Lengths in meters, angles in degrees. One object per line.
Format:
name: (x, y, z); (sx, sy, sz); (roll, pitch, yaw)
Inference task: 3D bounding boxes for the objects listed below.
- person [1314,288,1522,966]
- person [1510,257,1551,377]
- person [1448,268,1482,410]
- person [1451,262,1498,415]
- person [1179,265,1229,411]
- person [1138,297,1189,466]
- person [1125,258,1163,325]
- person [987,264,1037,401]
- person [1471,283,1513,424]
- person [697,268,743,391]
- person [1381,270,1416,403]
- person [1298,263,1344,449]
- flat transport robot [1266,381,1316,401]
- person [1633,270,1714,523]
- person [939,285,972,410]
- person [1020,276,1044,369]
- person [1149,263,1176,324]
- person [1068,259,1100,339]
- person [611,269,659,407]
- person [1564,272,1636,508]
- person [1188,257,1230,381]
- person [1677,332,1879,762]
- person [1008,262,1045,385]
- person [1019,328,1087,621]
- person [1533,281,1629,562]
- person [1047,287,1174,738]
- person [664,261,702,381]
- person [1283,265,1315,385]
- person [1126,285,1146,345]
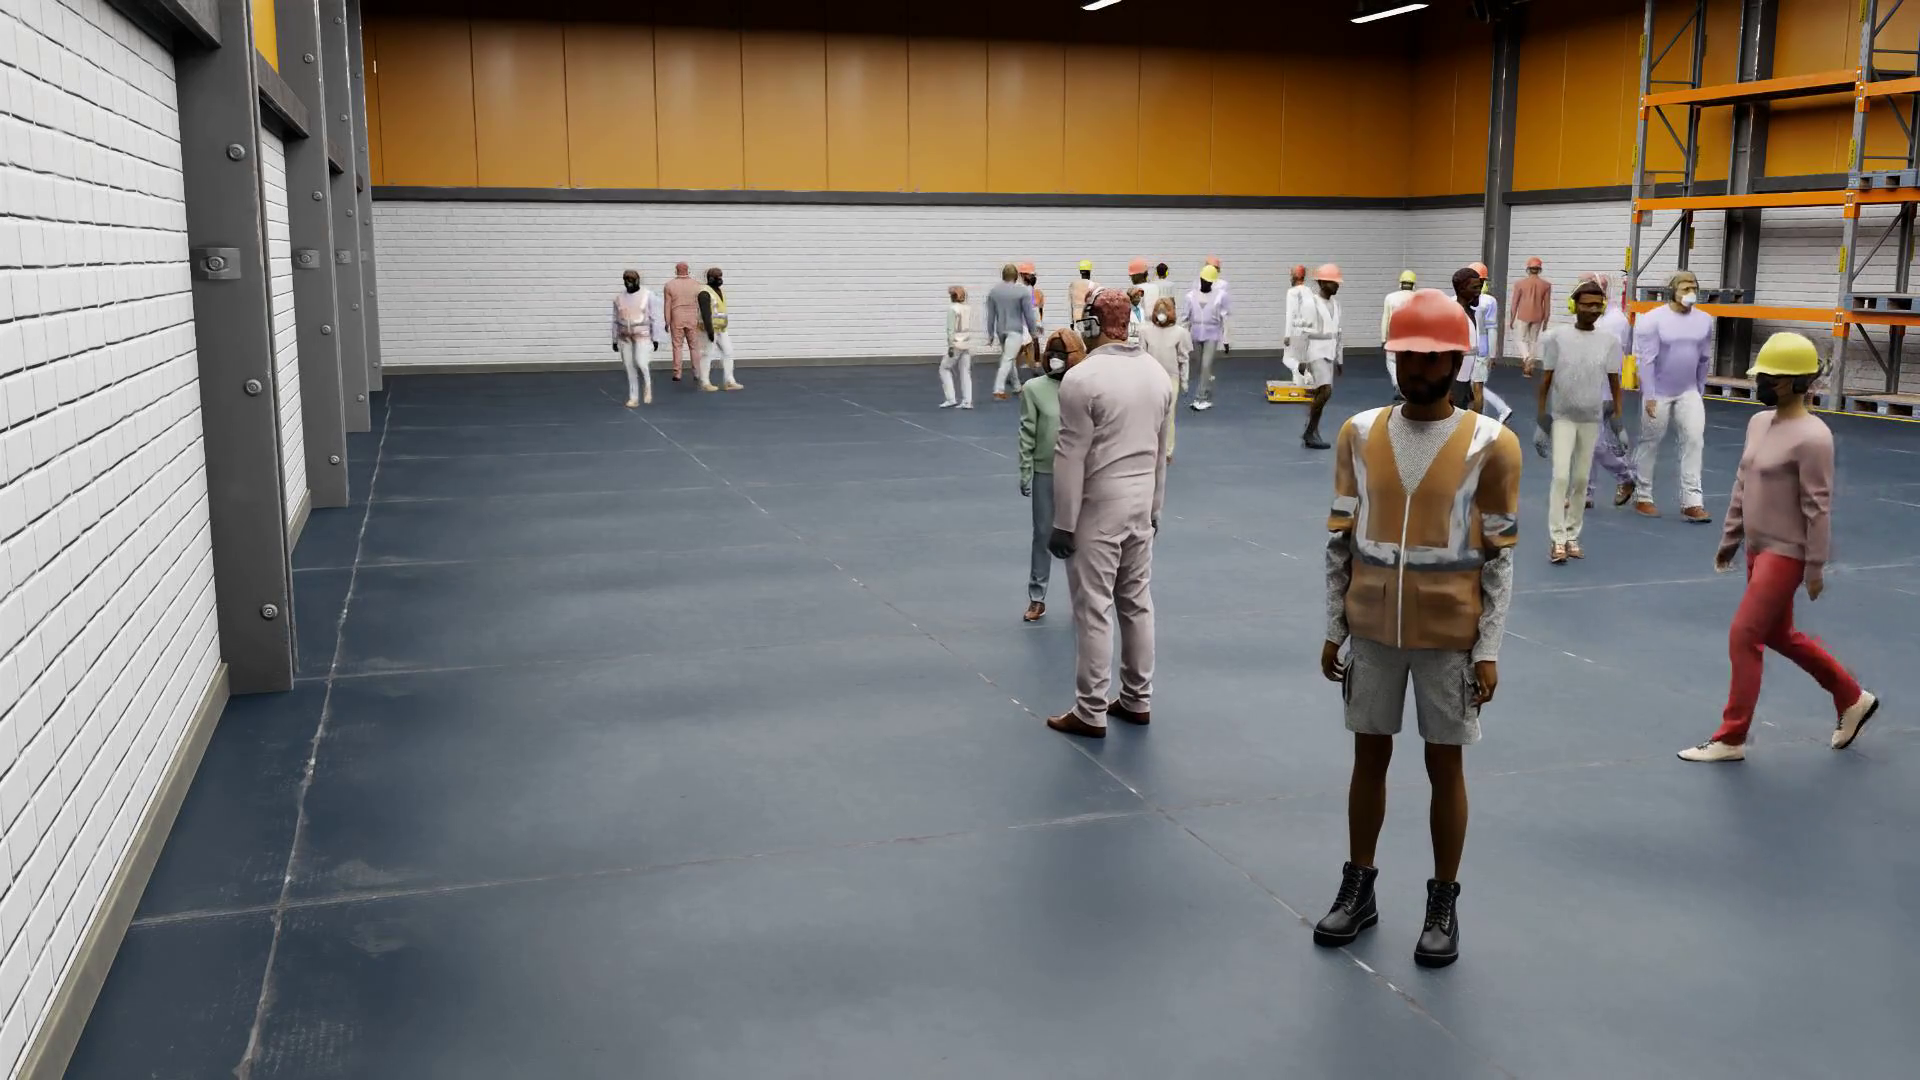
person: (1.307, 0.253, 4.806); (0.545, 1.942, 0.349); (6, 11, 30)
person: (9.329, -3.625, 27.154); (0.625, 1.973, 0.667); (0, 10, 3)
person: (4.098, -1.280, 13.746); (0.391, 1.920, 0.587); (6, 11, 30)
person: (5.625, -2.072, 18.278); (0.552, 1.936, 0.358); (7, 12, 34)
person: (3.100, -2.589, 21.448); (0.660, 1.864, 0.933); (5, 11, 29)
person: (1.971, -1.535, 16.059); (0.524, 1.620, 0.505); (4, 11, 21)
person: (2.373, -2.656, 21.583); (0.634, 1.968, 1.098); (-7, 12, -35)
person: (0.708, -2.868, 23.068); (0.638, 1.887, 1.039); (7, 12, 36)
person: (6.047, -2.112, 19.080); (0.611, 1.742, 0.540); (7, 12, 34)
person: (-3.527, -3.082, 24.459); (0.762, 1.815, 0.661); (4, 10, 20)
person: (6.008, -2.740, 22.495); (0.613, 1.813, 0.475); (1, 10, 4)
person: (3.781, -1.890, 17.237); (0.556, 1.923, 0.479); (-9, 13, -42)
flat transport robot: (4.601, -2.070, 23.083); (0.652, 0.197, 1.431); (2, 10, 9)
person: (5.442, -1.074, 12.602); (0.636, 1.905, 0.884); (-1, 10, -5)
person: (-0.073, -2.506, 21.698); (0.540, 1.619, 0.551); (6, 11, 31)
person: (1.247, -3.834, 29.219); (0.579, 1.689, 0.311); (-8, 13, -40)
person: (3.506, -3.886, 28.991); (0.534, 1.864, 0.309); (3, 10, 15)
person: (2.049, -3.626, 27.298); (0.587, 1.930, 0.363); (6, 11, 30)
person: (-4.317, -2.667, 22.043); (0.648, 1.824, 0.452); (2, 10, 13)
person: (5.043, -1.165, 13.169); (0.515, 1.893, 0.662); (-2, 10, -9)
person: (4.015, -3.553, 26.796); (0.629, 1.979, 0.895); (5, 11, 27)
person: (3.344, 0.037, 6.652); (0.798, 1.736, 0.526); (0, 10, 2)
person: (1.108, -3.311, 25.577); (0.923, 1.899, 0.548); (5, 11, 26)
person: (0.575, -0.353, 9.210); (0.501, 1.631, 0.287); (1, 10, 8)
person: (4.122, -0.770, 10.984); (0.568, 1.864, 0.544); (1, 10, 5)
person: (0.613, -0.119, 7.092); (0.644, 1.900, 0.403); (-10, 14, -44)
person: (-4.414, -3.494, 26.607); (0.651, 1.904, 0.403); (-3, 10, -16)
person: (4.743, -2.870, 23.094); (0.541, 1.868, 0.598); (10, 14, 44)
person: (2.124, -2.323, 20.592); (0.309, 1.640, 0.513); (9, 14, 43)
